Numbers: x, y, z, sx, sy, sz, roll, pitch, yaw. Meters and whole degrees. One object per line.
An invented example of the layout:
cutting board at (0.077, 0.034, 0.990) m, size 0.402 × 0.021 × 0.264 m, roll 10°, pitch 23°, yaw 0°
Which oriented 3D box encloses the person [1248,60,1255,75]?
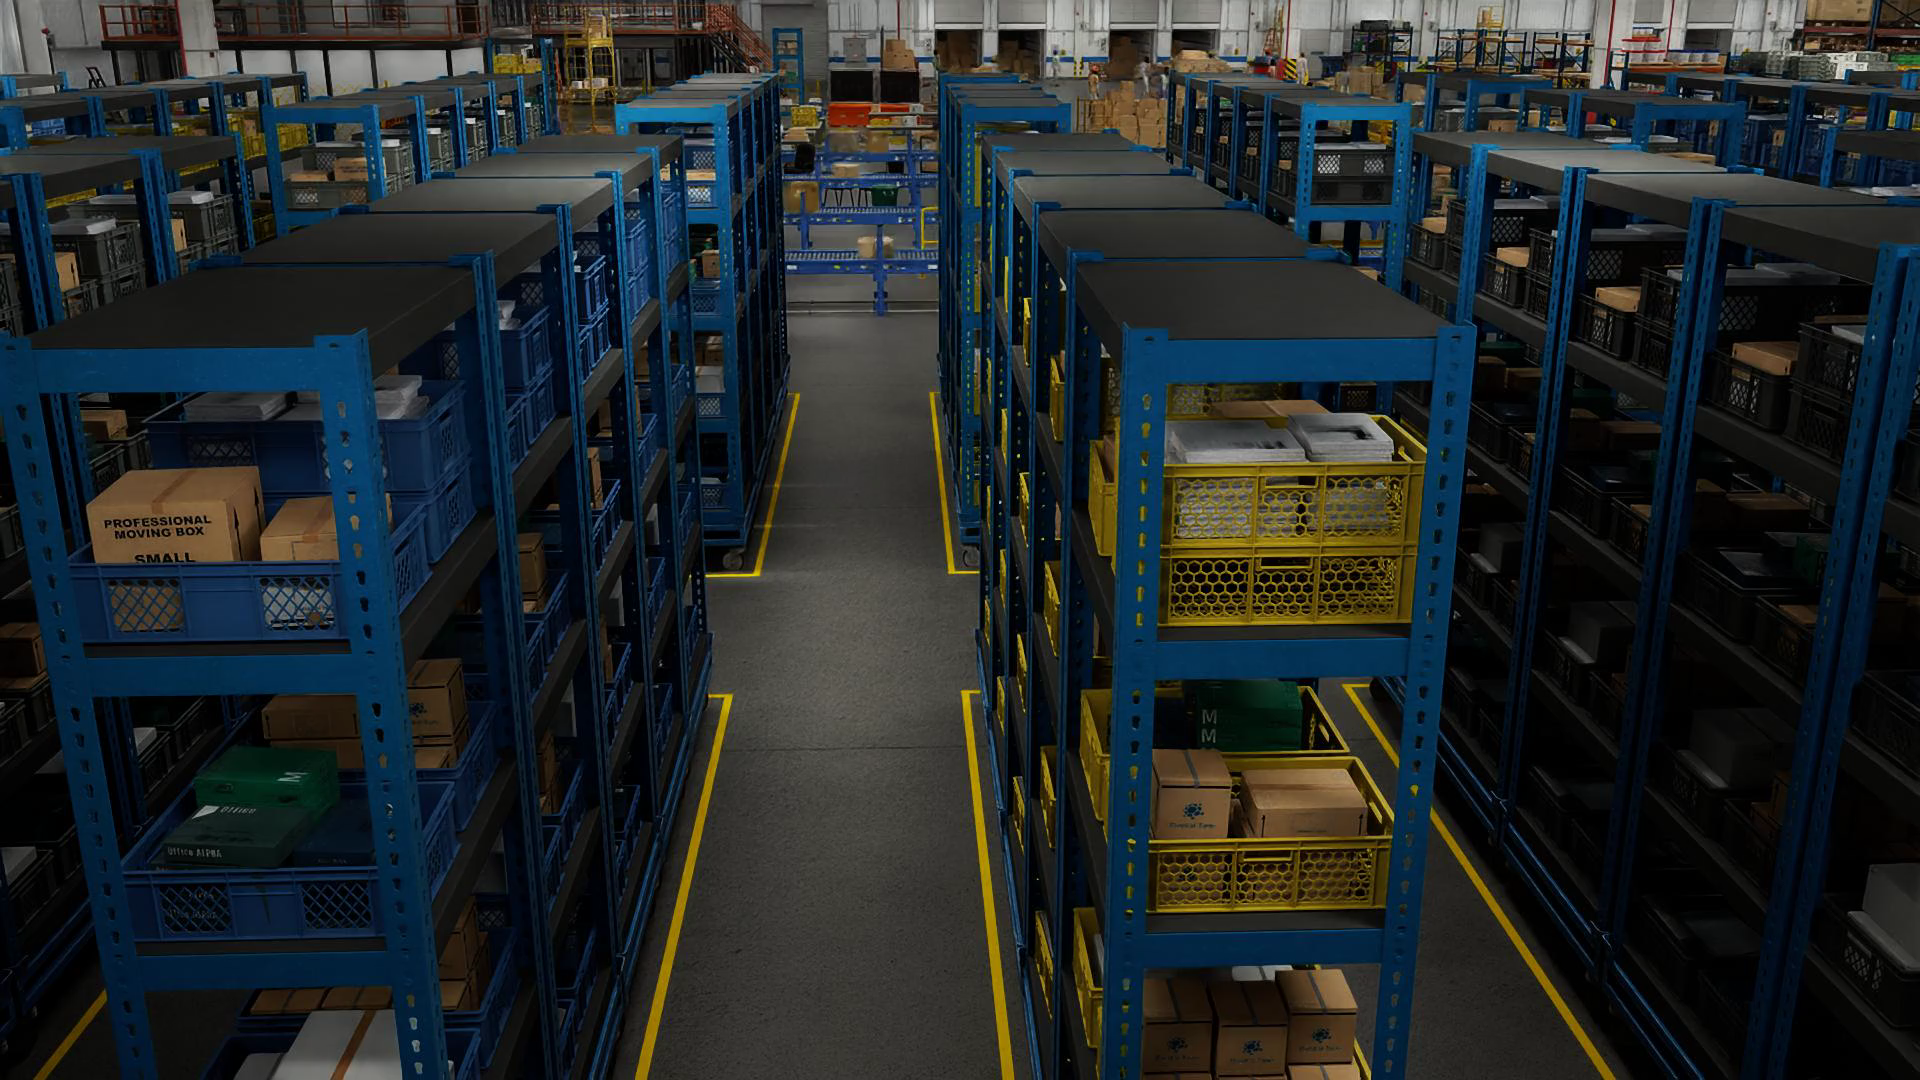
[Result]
person at (13.225, -20.711, 75.048) m, size 0.747 × 1.829 × 0.517 m, roll 8°, pitch 20°, yaw 24°

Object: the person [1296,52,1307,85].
person at (17.066, -23.379, 83.118) m, size 0.373 × 1.940 × 0.629 m, roll -17°, pitch 24°, yaw -41°

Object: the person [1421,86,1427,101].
person at (15.924, -14.906, 57.205) m, size 0.599 × 1.747 × 0.556 m, roll 12°, pitch 22°, yaw 33°

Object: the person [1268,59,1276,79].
person at (15.078, -22.393, 80.472) m, size 0.321 × 1.692 × 0.535 m, roll 16°, pitch 24°, yaw 41°

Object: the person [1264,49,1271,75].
person at (16.678, -25.646, 90.166) m, size 0.547 × 1.913 × 0.574 m, roll 8°, pitch 19°, yaw 23°

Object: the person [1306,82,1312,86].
person at (11.927, -14.856, 57.138) m, size 0.320 × 1.692 × 0.534 m, roll 7°, pitch 19°, yaw 20°

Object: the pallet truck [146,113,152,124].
pallet truck at (-18.087, -8.309, 36.390) m, size 1.885 × 1.965 × 0.823 m, roll -1°, pitch 18°, yaw -4°

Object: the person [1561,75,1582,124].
person at (20.169, -14.308, 54.885) m, size 0.672 × 2.000 × 0.536 m, roll 10°, pitch 21°, yaw 29°

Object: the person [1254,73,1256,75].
person at (10.648, -15.953, 60.299) m, size 0.711 × 1.848 × 0.514 m, roll 4°, pitch 18°, yaw 14°

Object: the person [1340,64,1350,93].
person at (16.368, -19.357, 70.895) m, size 0.988 × 1.798 × 0.513 m, roll -16°, pitch 24°, yaw -40°

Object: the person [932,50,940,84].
person at (-1.309, -26.034, 91.513) m, size 0.429 × 1.833 × 0.635 m, roll -5°, pitch 19°, yaw -15°

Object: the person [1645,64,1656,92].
person at (30.770, -20.426, 74.090) m, size 0.567 × 1.878 × 0.350 m, roll -8°, pitch 19°, yaw -22°

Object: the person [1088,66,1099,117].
person at (5.253, -17.545, 65.067) m, size 0.356 × 1.937 × 0.552 m, roll -14°, pitch 23°, yaw -37°

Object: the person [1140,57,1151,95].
person at (9.040, -22.371, 80.220) m, size 0.645 × 1.790 × 0.952 m, roll -16°, pitch 24°, yaw -41°

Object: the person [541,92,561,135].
person at (-10.868, -10.996, 44.685) m, size 0.656 × 2.012 × 0.641 m, roll -10°, pitch 21°, yaw -29°

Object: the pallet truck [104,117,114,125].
pallet truck at (-18.367, -7.885, 35.078) m, size 1.885 × 1.965 × 0.823 m, roll 1°, pitch 18°, yaw 2°

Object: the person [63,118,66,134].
person at (-22.395, -10.055, 42.015) m, size 0.836 × 1.863 × 0.666 m, roll 3°, pitch 18°, yaw 11°

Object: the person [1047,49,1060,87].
person at (4.957, -25.083, 88.425) m, size 0.909 × 1.909 × 0.644 m, roll 12°, pitch 21°, yaw 32°

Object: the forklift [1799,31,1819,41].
forklift at (45.907, -26.183, 90.288) m, size 1.129 × 2.768 × 1.873 m, roll -1°, pitch 18°, yaw -2°

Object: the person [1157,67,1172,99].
person at (8.194, -17.838, 66.095) m, size 1.005 × 1.865 × 0.584 m, roll 17°, pitch 24°, yaw 42°

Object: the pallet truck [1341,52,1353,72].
pallet truck at (18.794, -23.123, 82.231) m, size 0.823 × 1.965 × 1.885 m, roll -13°, pitch 22°, yaw -35°

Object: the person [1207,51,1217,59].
person at (13.251, -24.619, 87.073) m, size 0.753 × 1.877 × 0.377 m, roll 13°, pitch 22°, yaw 35°

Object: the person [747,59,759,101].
person at (-9.272, -20.645, 74.744) m, size 0.581 × 1.884 × 0.351 m, roll 2°, pitch 18°, yaw 6°

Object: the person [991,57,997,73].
person at (1.742, -23.231, 83.015) m, size 0.699 × 1.718 × 0.488 m, roll 15°, pitch 23°, yaw 38°
